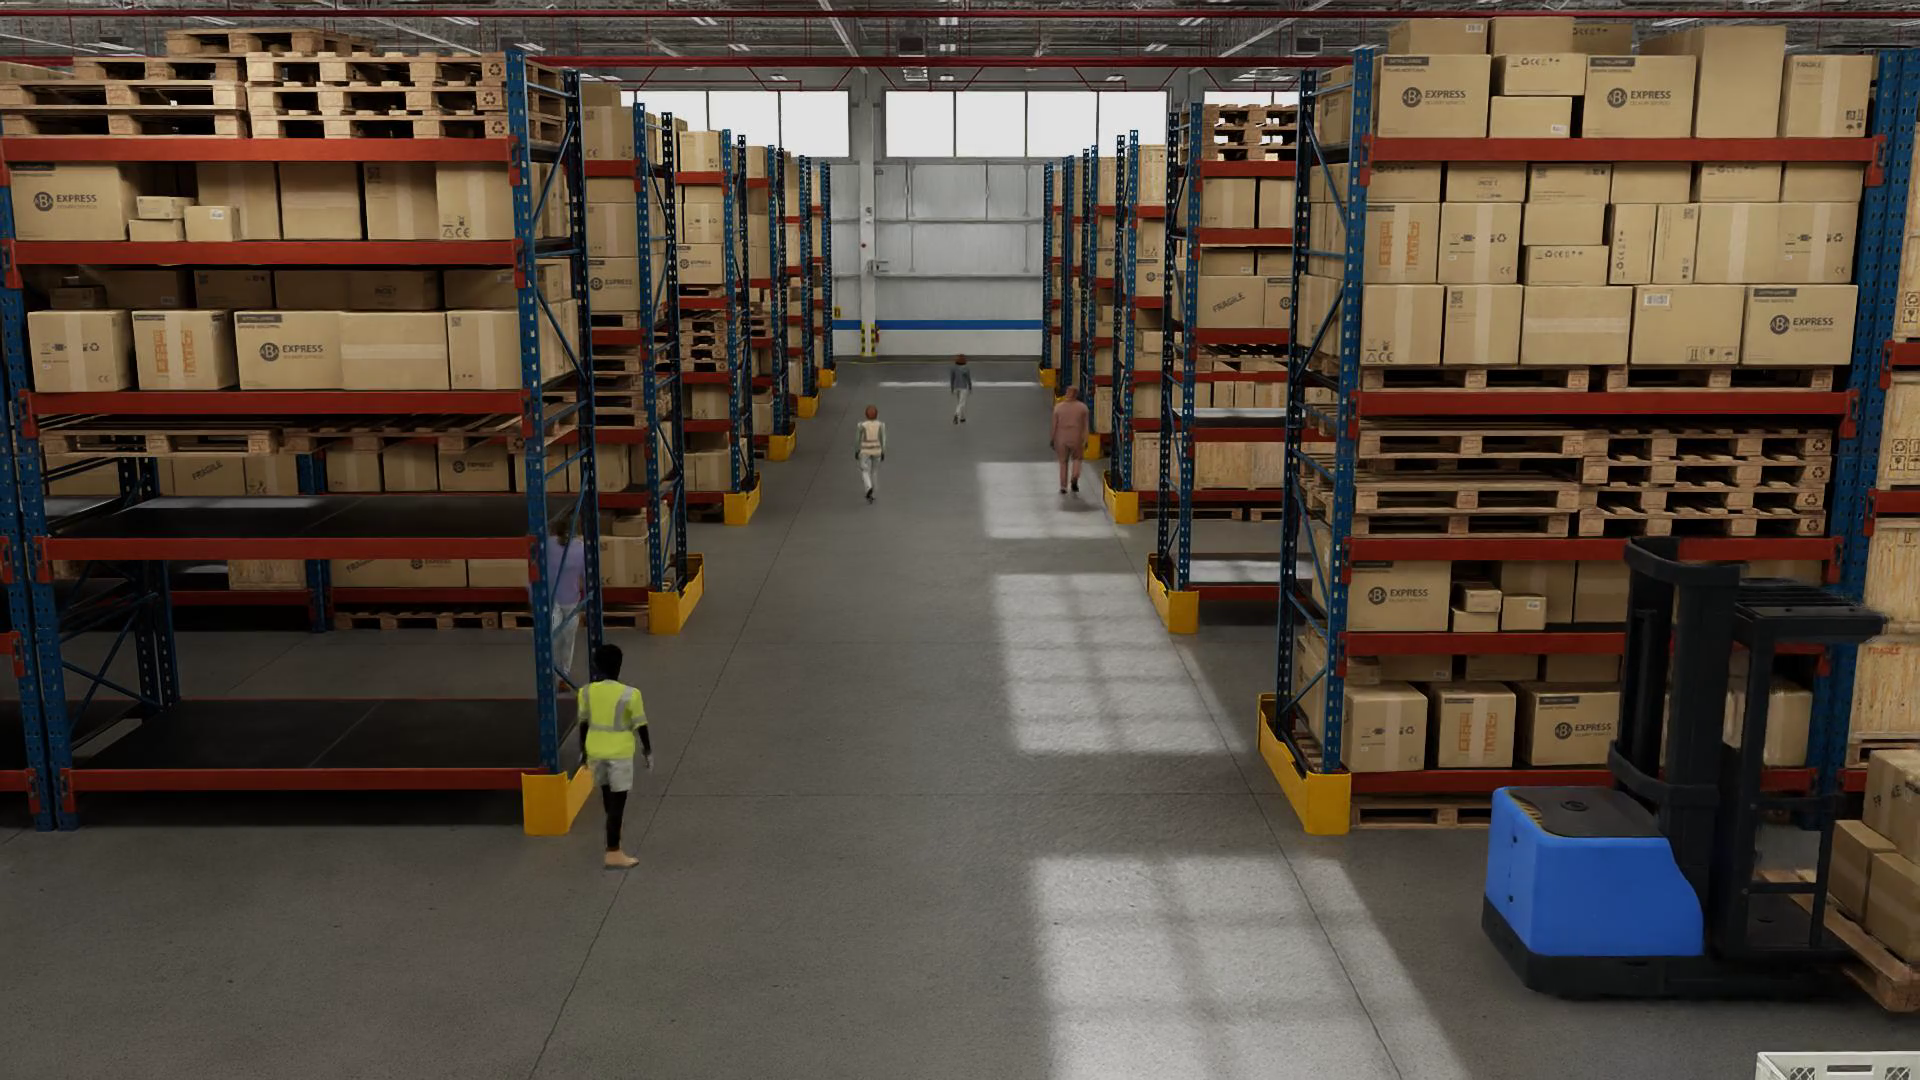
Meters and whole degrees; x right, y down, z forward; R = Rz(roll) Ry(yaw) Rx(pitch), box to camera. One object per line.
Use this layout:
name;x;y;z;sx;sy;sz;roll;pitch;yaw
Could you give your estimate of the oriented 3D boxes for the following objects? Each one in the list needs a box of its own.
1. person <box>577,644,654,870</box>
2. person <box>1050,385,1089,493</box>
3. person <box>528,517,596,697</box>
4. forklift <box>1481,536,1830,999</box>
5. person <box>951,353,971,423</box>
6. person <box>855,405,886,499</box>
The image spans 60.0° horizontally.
person;-2.614;1.619;12.737;0.578;1.647;0.792;4;12;19
person;1.891;-1.744;28.841;0.715;1.882;0.490;2;12;10
person;-4.030;0.663;16.904;0.656;1.881;0.632;-5;13;-24
forklift;4.501;1.417;10.677;1.873;2.768;1.129;0;11;-1
person;0.000;-3.452;37.954;0.510;1.611;0.654;6;13;26
person;-1.499;-1.472;28.094;0.537;1.625;0.467;-3;12;-16
